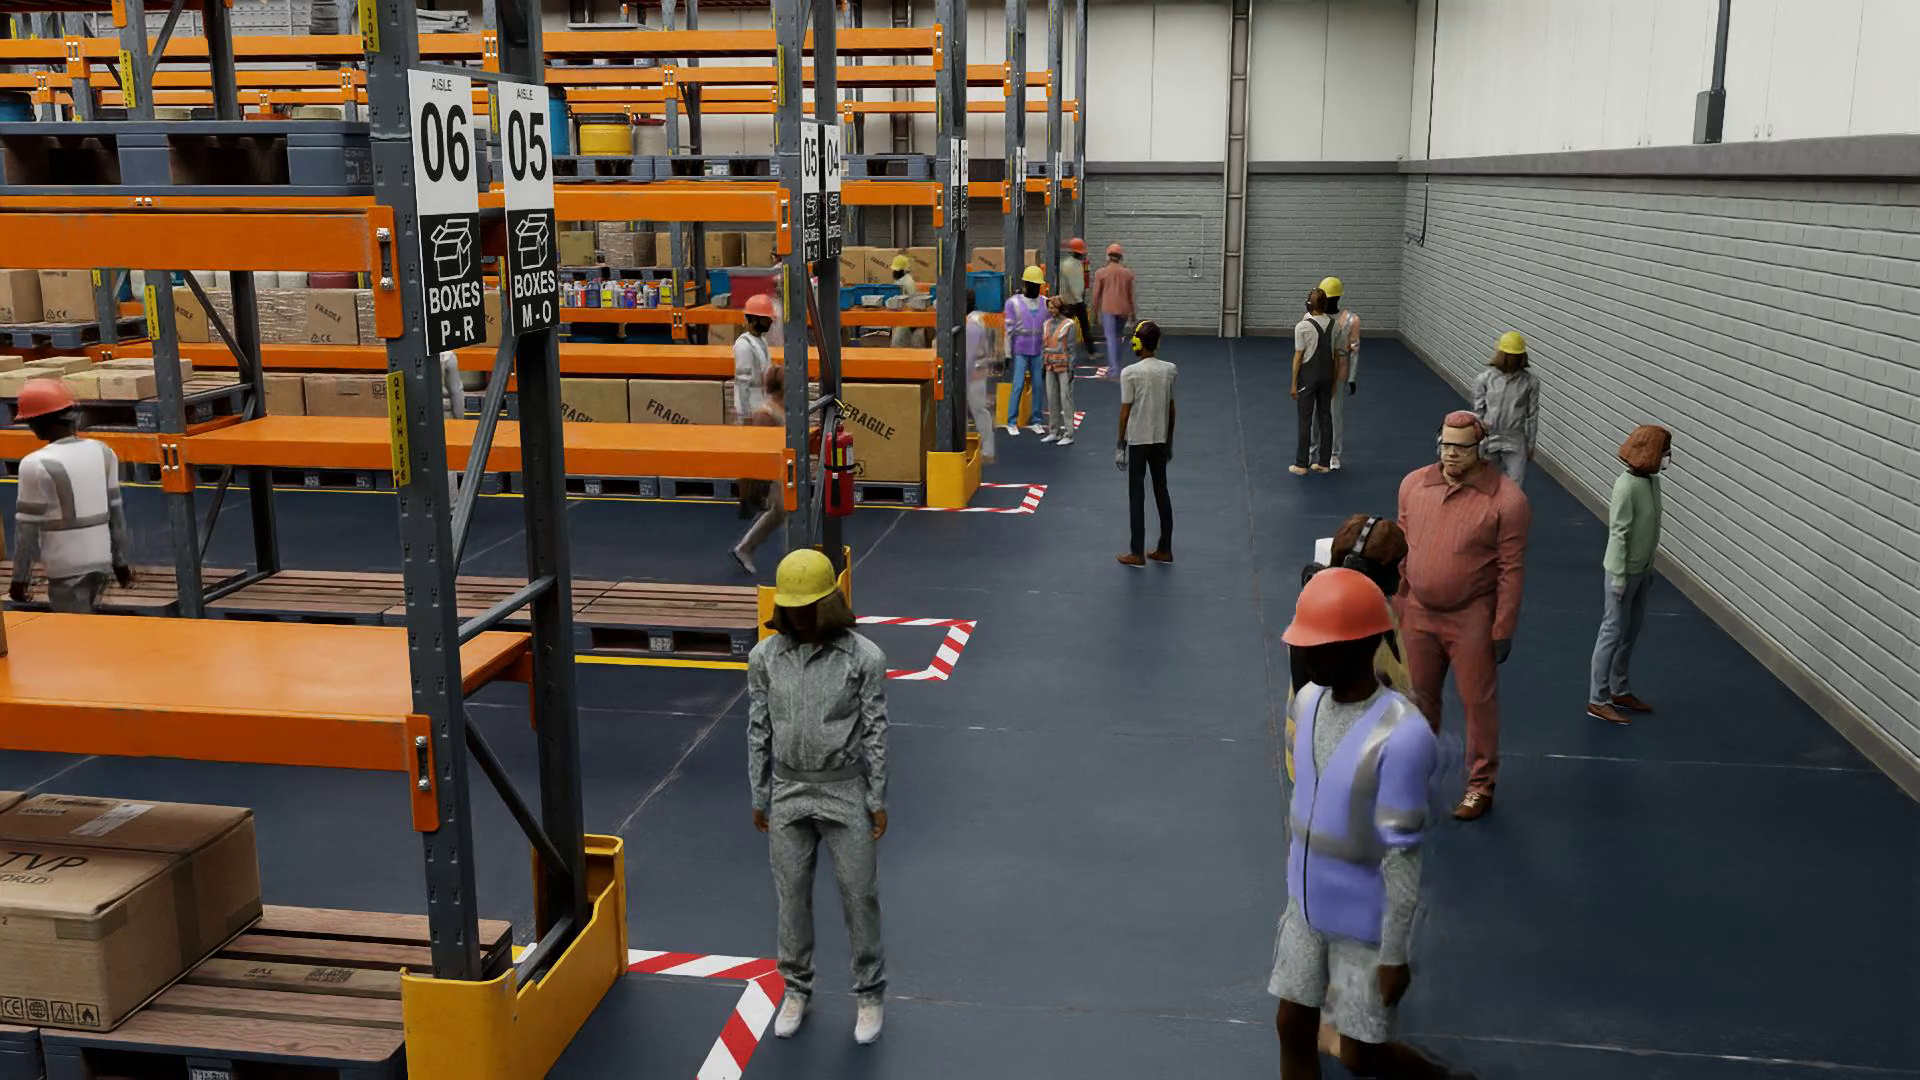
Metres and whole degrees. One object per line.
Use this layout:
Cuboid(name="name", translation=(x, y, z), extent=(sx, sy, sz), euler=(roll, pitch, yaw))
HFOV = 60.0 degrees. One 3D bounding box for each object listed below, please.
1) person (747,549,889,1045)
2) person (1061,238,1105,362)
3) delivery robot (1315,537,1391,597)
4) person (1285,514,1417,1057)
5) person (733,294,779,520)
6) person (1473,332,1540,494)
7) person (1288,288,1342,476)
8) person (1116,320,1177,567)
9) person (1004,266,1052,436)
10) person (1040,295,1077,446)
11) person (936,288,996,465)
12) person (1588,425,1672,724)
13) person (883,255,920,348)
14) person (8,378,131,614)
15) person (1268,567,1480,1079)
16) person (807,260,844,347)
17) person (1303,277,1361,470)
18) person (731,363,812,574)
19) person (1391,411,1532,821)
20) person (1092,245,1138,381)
Cuboid(name="person", translation=(-0.487, 0.872, 5.649), extent=(0.490, 1.730, 0.324), euler=(2, 13, 9))
Cuboid(name="person", translation=(1.869, -3.706, 25.847), extent=(0.869, 1.933, 0.641), euler=(7, 14, 29))
Cuboid(name="delivery robot", translation=(2.760, 0.147, 11.376), extent=(0.477, 0.478, 0.707), euler=(-7, 14, -27))
Cuboid(name="person", translation=(1.330, 0.814, 5.664), extent=(0.429, 1.838, 0.622), euler=(7, 14, 28))
Cuboid(name="person", translation=(-1.730, -1.135, 14.259), extent=(0.387, 1.929, 0.545), euler=(3, 13, 13))
Cuboid(name="person", translation=(4.264, -0.765, 13.031), extent=(0.490, 1.737, 0.341), euler=(3, 13, 15))
Cuboid(name="person", translation=(3.484, -1.546, 16.323), extent=(0.503, 1.840, 0.341), euler=(-4, 13, -18))
Cuboid(name="person", translation=(1.409, -0.722, 12.558), extent=(0.508, 1.860, 0.333), euler=(-6, 14, -27))
Cuboid(name="person", translation=(0.789, -2.136, 18.817), extent=(0.600, 1.918, 0.398), euler=(-5, 13, -21))
Cuboid(name="person", translation=(1.080, -1.857, 18.190), extent=(0.316, 1.631, 0.524), euler=(-11, 16, -40))
Cuboid(name="person", translation=(-0.051, -1.637, 16.791), extent=(0.901, 1.802, 0.654), euler=(-2, 13, -8))
Cuboid(name="person", translation=(3.646, 0.177, 9.023), extent=(0.280, 1.627, 0.507), euler=(11, 17, 41))
Cuboid(name="person", translation=(-0.897, -3.134, 23.592), extent=(0.879, 1.777, 0.627), euler=(-3, 13, -12))
Cuboid(name="person", translation=(-4.684, 0.110, 8.658), extent=(0.596, 1.907, 0.553), euler=(3, 13, 12))
Cuboid(name="person", translation=(1.139, 0.997, 4.669), extent=(0.695, 1.913, 0.556), euler=(-6, 14, -26))
Cuboid(name="person", translation=(-1.830, -2.809, 22.010), extent=(0.625, 1.844, 0.429), euler=(-7, 15, -30))
Cuboid(name="person", translation=(3.680, -1.658, 16.628), extent=(0.587, 1.922, 0.383), euler=(6, 14, 26))
Cuboid(name="person", translation=(-1.345, -0.494, 12.083), extent=(0.778, 1.615, 0.516), euler=(4, 13, 18))
Cuboid(name="person", translation=(2.262, 0.344, 7.670), extent=(0.397, 1.899, 0.636), euler=(-12, 17, -44))
Cuboid(name="person", translation=(2.241, -3.264, 23.922), extent=(0.651, 1.920, 0.931), euler=(-4, 13, -19))
